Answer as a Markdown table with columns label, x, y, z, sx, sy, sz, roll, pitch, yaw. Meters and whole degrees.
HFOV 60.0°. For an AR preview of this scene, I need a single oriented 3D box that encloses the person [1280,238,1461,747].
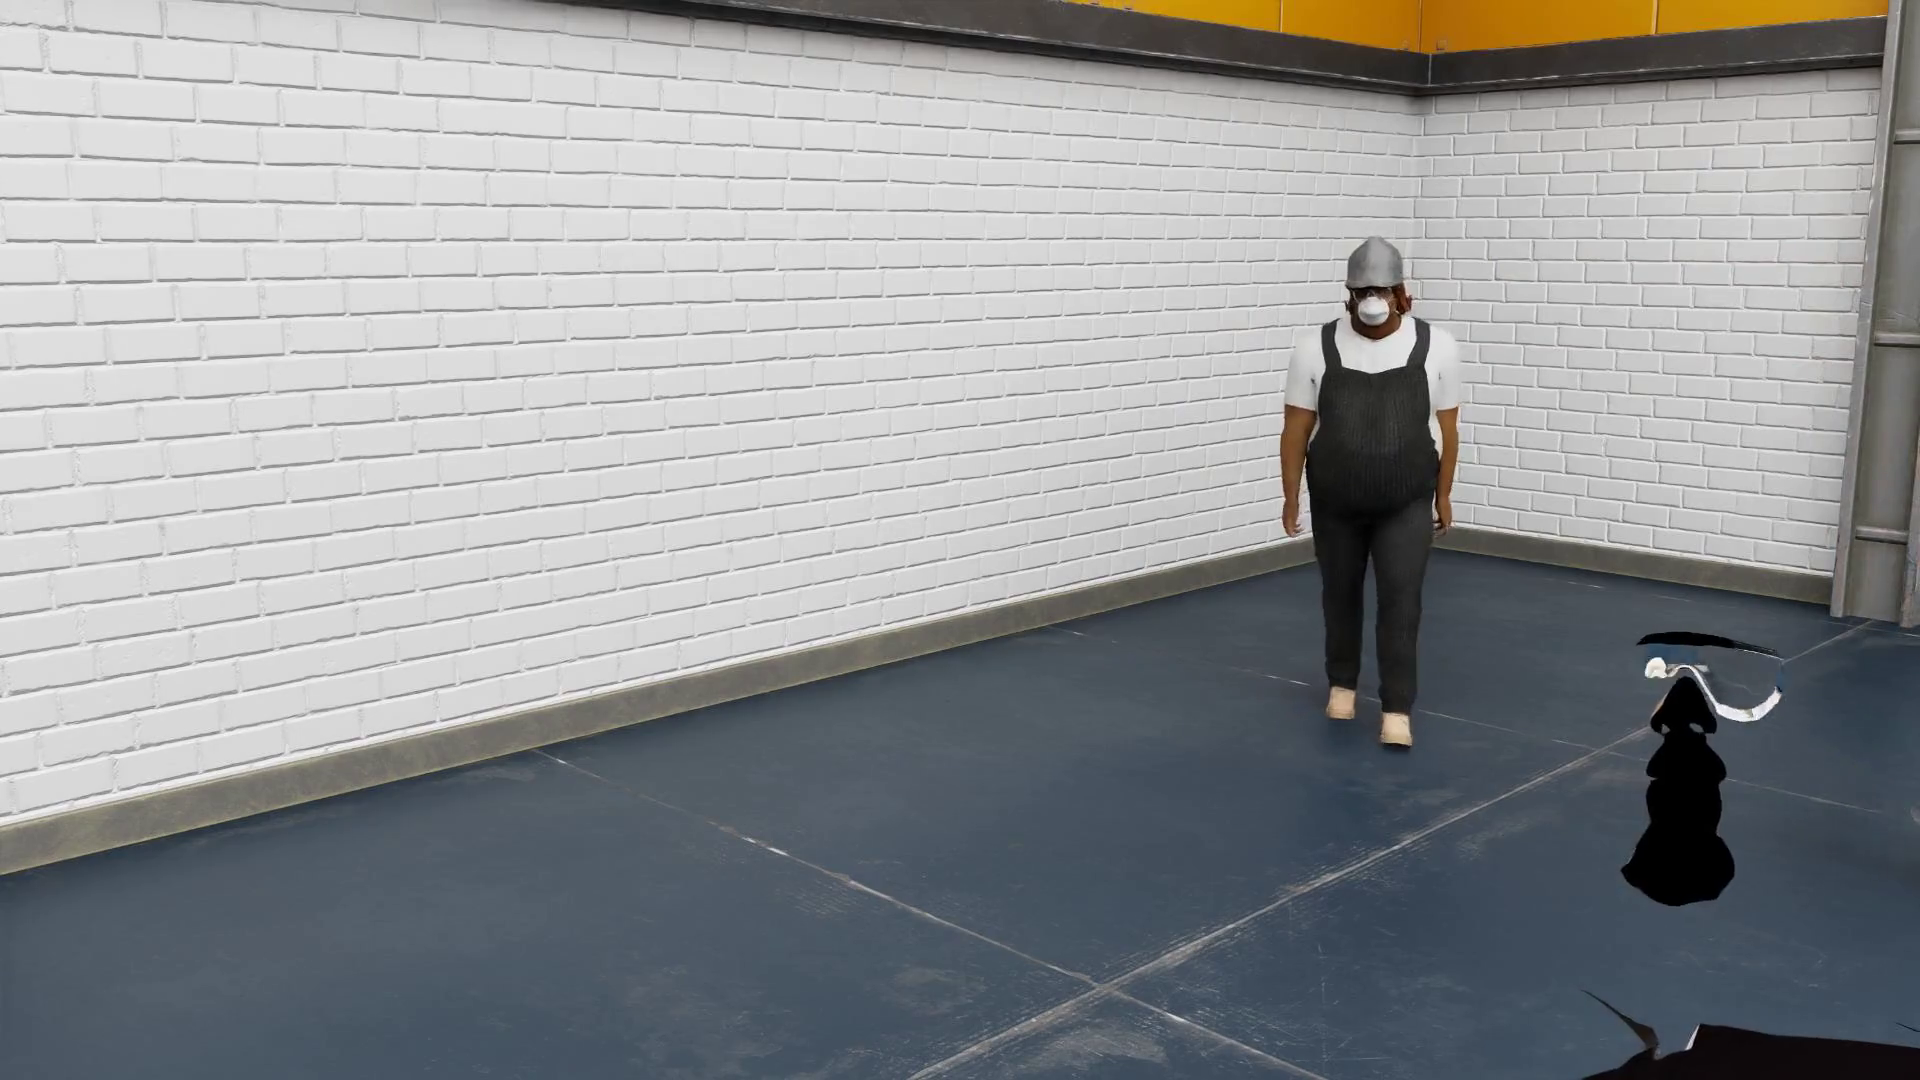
| label | x | y | z | sx | sy | sz | roll | pitch | yaw |
| --- | --- | --- | --- | --- | --- | --- | --- | --- | --- |
| person | 1.632 | -0.211 | 6.692 | 0.702 | 2.000 | 0.869 | 3 | 11 | 16 |

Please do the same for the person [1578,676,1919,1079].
| label | x | y | z | sx | sy | sz | roll | pitch | yaw |
| --- | --- | --- | --- | --- | --- | --- | --- | --- | --- |
| person | 0.446 | 0.893 | 1.042 | 0.643 | 1.909 | 0.410 | -2 | 11 | -11 |
